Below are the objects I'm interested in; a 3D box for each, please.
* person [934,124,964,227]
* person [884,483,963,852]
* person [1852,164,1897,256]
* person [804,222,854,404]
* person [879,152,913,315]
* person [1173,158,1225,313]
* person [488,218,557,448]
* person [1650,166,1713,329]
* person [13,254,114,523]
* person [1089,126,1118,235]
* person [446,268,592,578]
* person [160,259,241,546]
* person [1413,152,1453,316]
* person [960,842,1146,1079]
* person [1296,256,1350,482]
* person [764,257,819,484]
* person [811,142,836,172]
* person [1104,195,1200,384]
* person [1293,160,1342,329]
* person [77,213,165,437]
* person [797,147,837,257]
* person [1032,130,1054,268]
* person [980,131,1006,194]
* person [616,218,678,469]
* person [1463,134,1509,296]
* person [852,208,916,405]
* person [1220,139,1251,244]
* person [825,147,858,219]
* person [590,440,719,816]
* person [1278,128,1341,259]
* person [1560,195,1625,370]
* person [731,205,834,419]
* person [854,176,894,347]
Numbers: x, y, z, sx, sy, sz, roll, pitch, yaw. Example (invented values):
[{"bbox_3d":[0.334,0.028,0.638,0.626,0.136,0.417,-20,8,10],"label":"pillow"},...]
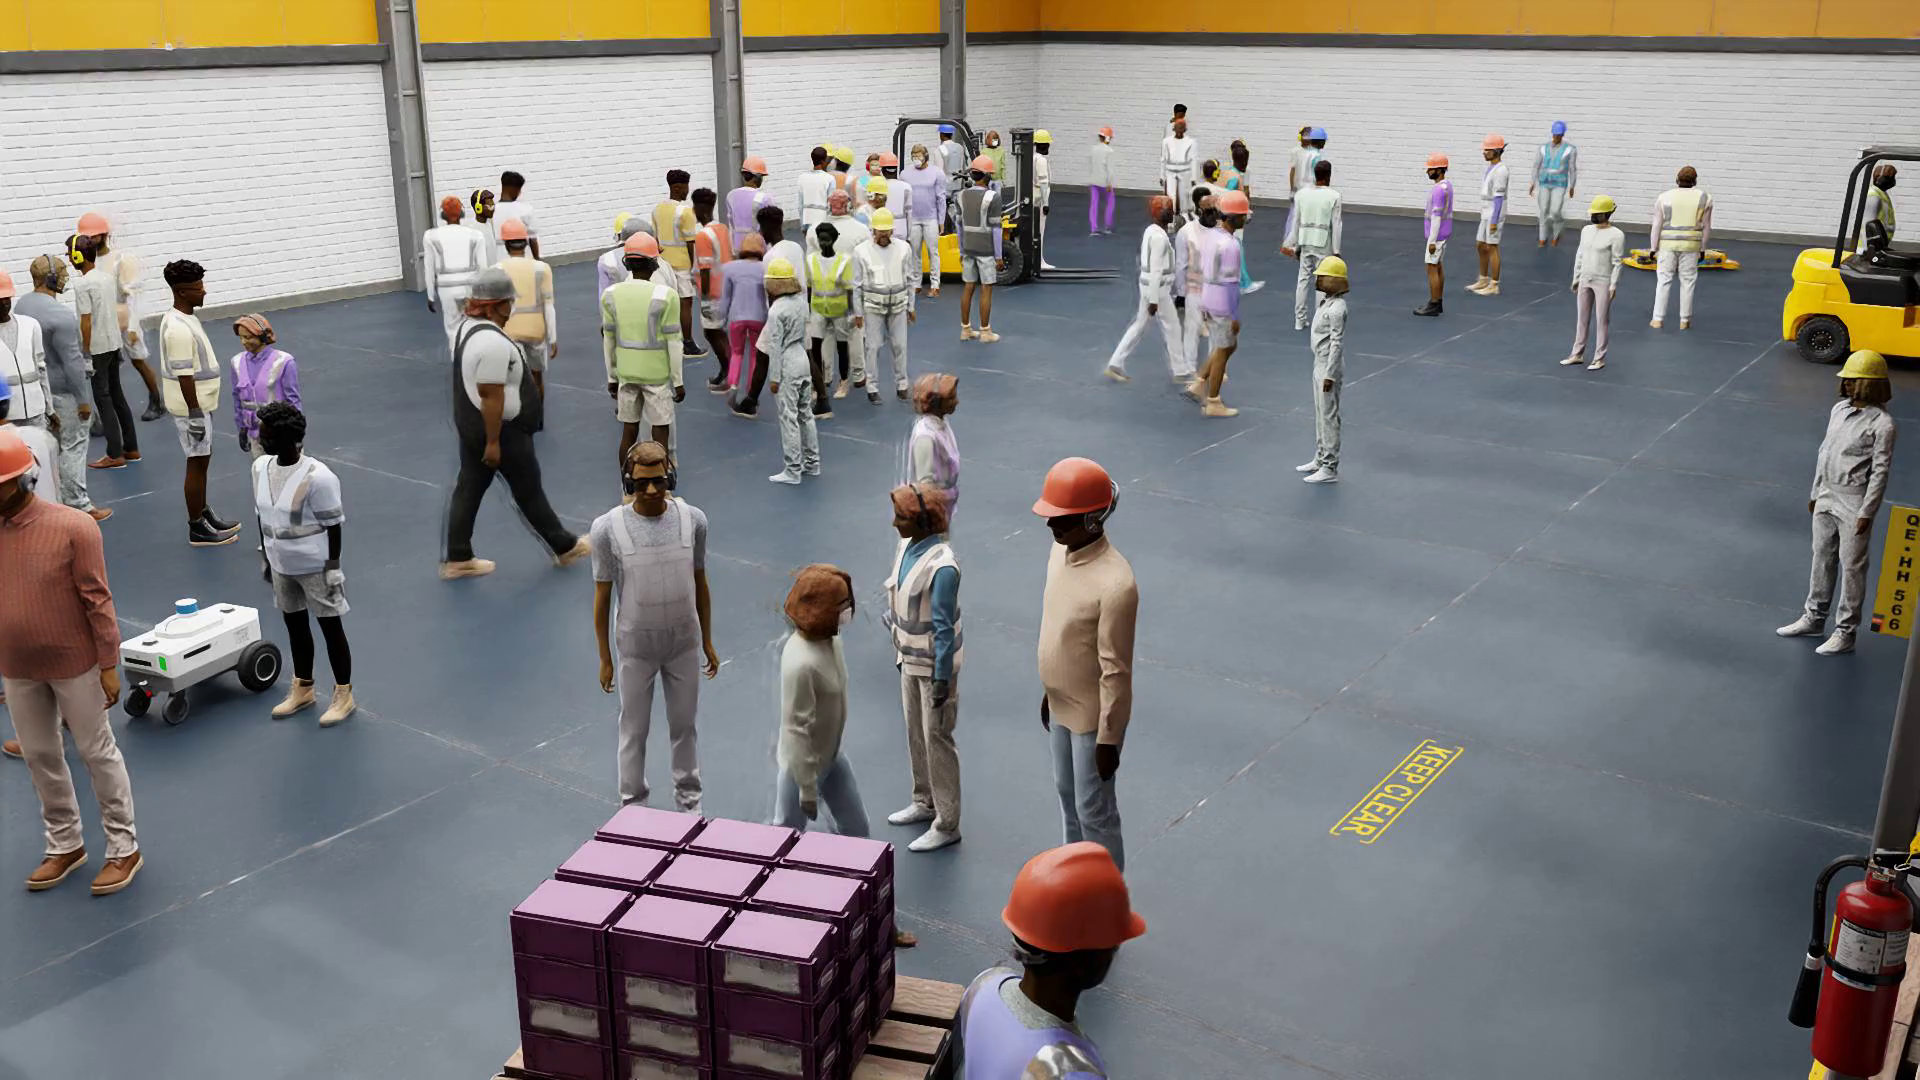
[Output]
[{"bbox_3d":[-0.186,-5.323,25.053,0.380,1.951,0.605,14,23,38],"label":"person"},{"bbox_3d":[-0.148,0.539,7.236,0.315,1.631,0.523,-8,19,-23],"label":"person"},{"bbox_3d":[10.532,-3.401,19.217,0.430,1.844,0.624,12,21,32],"label":"person"},{"bbox_3d":[-1.212,-2.086,15.373,0.548,1.670,0.687,4,18,13],"label":"person"},{"bbox_3d":[-0.836,-3.642,19.832,0.544,1.930,0.388,-7,19,-21],"label":"person"},{"bbox_3d":[2.928,-3.675,20.094,0.891,1.832,0.488,-12,21,-32],"label":"person"},{"bbox_3d":[-3.688,-1.748,13.995,0.562,1.882,1.027,-6,19,-18],"label":"person"},{"bbox_3d":[8.214,-3.334,19.007,0.619,1.845,0.430,6,19,18],"label":"person"},{"bbox_3d":[-6.335,-1.045,11.717,0.635,1.928,0.381,12,21,33],"label":"person"},{"bbox_3d":[2.343,-5.823,26.968,0.600,1.725,0.555,-17,24,-42],"label":"person"},{"bbox_3d":[-2.912,-0.772,10.671,1.012,2.000,0.698,-12,21,-32],"label":"person"},{"bbox_3d":[-5.201,-0.931,11.314,0.379,1.958,0.599,-7,19,-21],"label":"person"},{"bbox_3d":[5.646,-3.636,19.817,0.388,1.928,0.549,8,19,23],"label":"person"},{"bbox_3d":[0.203,1.544,3.613,0.390,1.928,0.545,-7,19,-20],"label":"person"},{"bbox_3d":[2.822,-1.318,12.855,0.284,1.746,0.492,1,18,2],"label":"person"},{"bbox_3d":[-1.332,-1.311,12.858,0.352,1.734,0.486,8,19,24],"label":"person"},{"bbox_3d":[-1.847,-4.701,23.422,0.517,1.757,0.337,-6,19,-18],"label":"person"},{"bbox_3d":[1.879,-2.423,16.174,0.961,1.848,0.589,-1,18,-4],"label":"person"},{"bbox_3d":[4.043,-3.328,18.863,0.592,1.919,0.389,14,23,37],"label":"person"},{"bbox_3d":[-7.323,-1.891,14.423,0.565,1.888,0.996,2,18,6],"label":"person"},{"bbox_3d":[-1.747,-3.908,20.679,0.596,1.918,0.386,11,21,32],"label":"person"},{"bbox_3d":[1.118,-4.791,23.422,0.370,1.929,0.585,-6,19,-17],"label":"person"},{"bbox_3d":[0.527,-5.927,27.473,0.497,1.626,0.287,-9,20,-25],"label":"person"},{"bbox_3d":[-2.459,-1.504,12.960,0.535,2.000,0.686,2,18,8],"label":"person"},{"bbox_3d":[6.752,-4.135,21.212,0.407,2.031,0.620,0,18,1],"label":"person"},{"bbox_3d":[-0.701,-2.156,15.364,0.602,1.817,0.403,-6,19,-18],"label":"person"},{"bbox_3d":[3.736,-4.486,22.591,0.508,1.858,0.334,17,24,42],"label":"person"},{"bbox_3d":[-1.530,-4.058,21.194,0.614,1.875,0.713,3,18,10],"label":"person"},{"bbox_3d":[-1.295,0.464,7.120,0.518,1.844,0.329,-8,20,-24],"label":"person"},{"bbox_3d":[5.150,-5.062,24.346,0.976,1.895,0.623,1,18,3],"label":"person"},{"bbox_3d":[6.440,-2.609,16.871,0.329,1.763,0.523,-11,21,-30],"label":"person"},{"bbox_3d":[-1.609,-2.009,14.756,0.926,1.902,0.612,9,20,27],"label":"person"},{"bbox_3d":[-0.909,-3.024,18.069,0.404,1.823,0.627,9,20,25],"label":"person"}]
